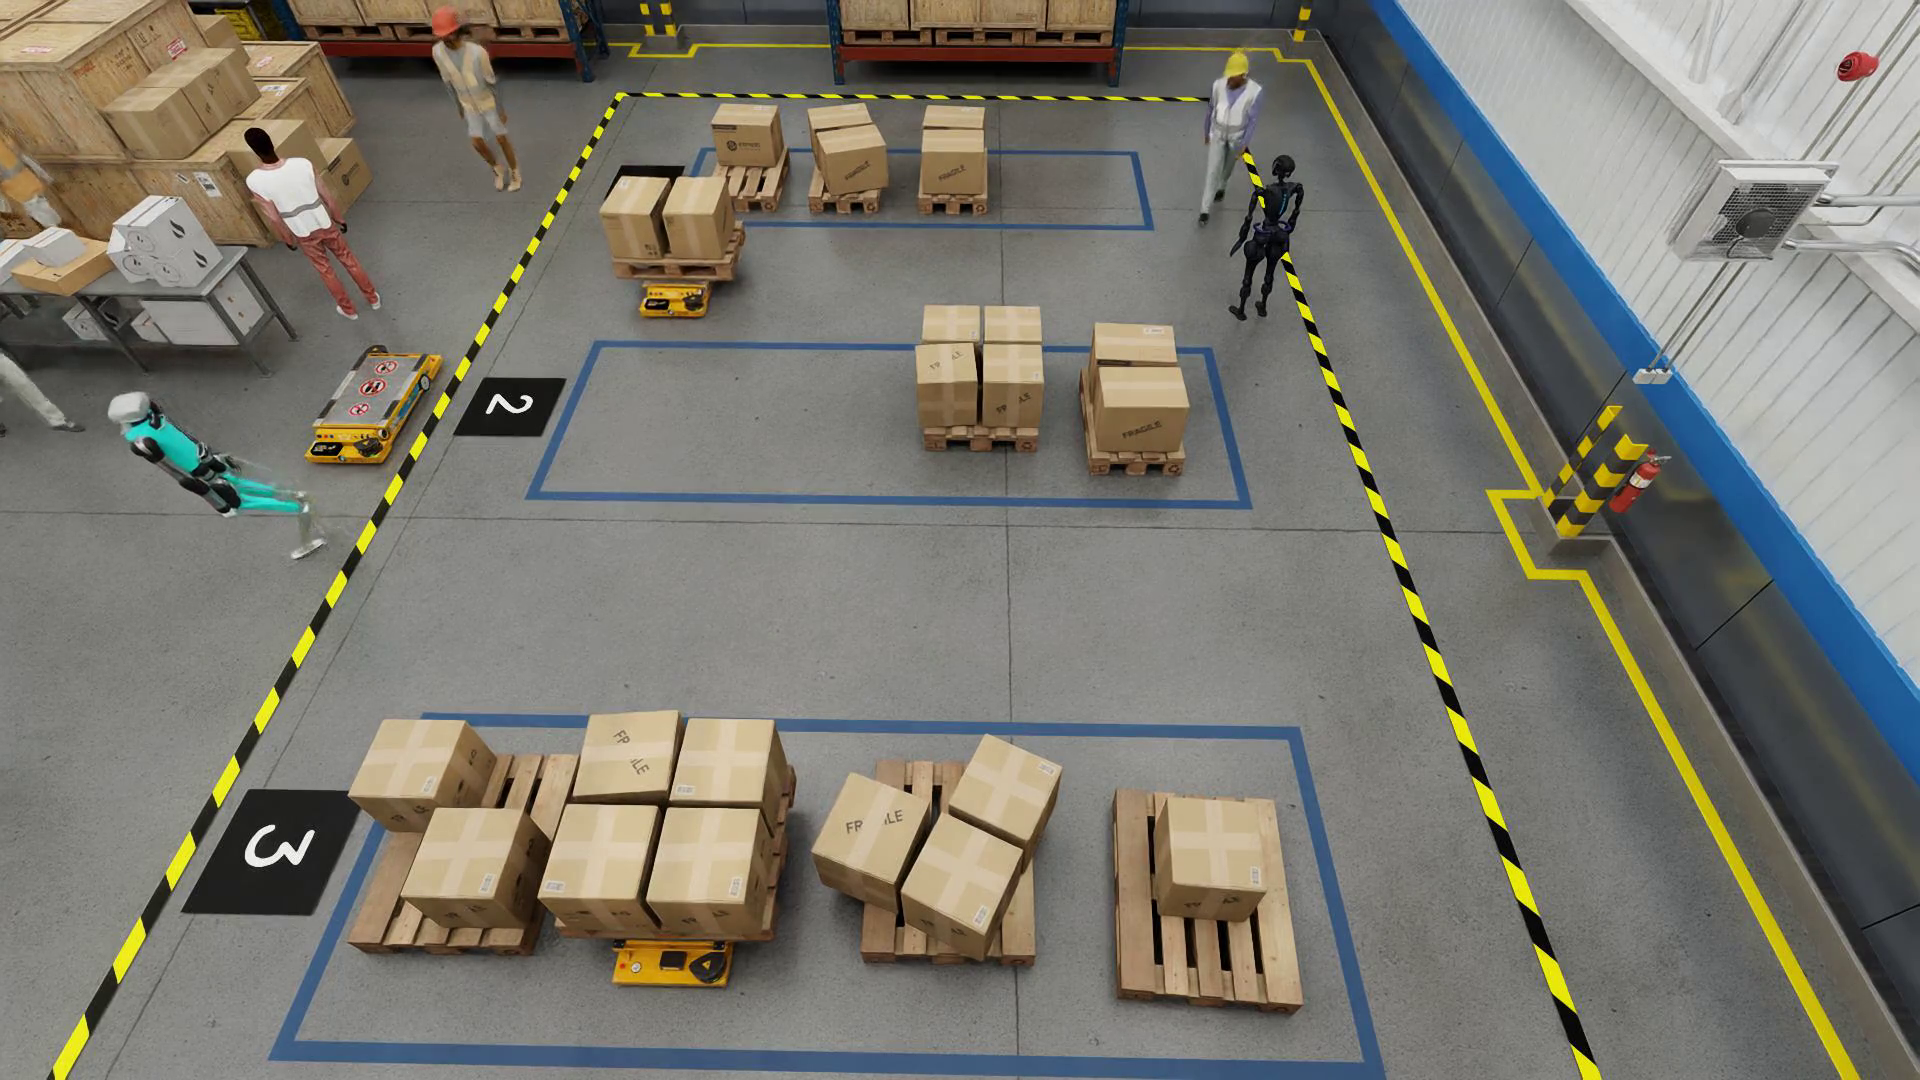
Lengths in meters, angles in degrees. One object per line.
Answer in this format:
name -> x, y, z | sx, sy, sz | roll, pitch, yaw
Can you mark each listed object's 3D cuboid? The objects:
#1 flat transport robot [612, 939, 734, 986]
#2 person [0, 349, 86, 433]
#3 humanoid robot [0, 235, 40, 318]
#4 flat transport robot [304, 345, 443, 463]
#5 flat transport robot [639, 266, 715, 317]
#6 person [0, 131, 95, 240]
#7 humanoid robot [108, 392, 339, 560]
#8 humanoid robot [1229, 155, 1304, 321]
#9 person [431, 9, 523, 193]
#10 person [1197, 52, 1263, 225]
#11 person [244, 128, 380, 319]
flat transport robot -> -1.659, 1.971, 5.681 | 0.652, 0.197, 1.431 | 1, 50, 1
person -> -8.393, -1.581, 7.690 | 0.745, 1.815, 0.573 | 7, 50, 6
humanoid robot -> -9.803, -2.981, 8.948 | 0.749, 1.804, 0.541 | 9, 50, 8
flat transport robot -> -5.383, -1.269, 8.441 | 0.659, 0.231, 1.431 | 1, 50, 1
flat transport robot -> -2.944, -2.893, 9.797 | 0.652, 0.197, 1.431 | 1, 50, 1
person -> -9.565, -3.558, 9.338 | 1.014, 1.869, 0.576 | -8, 50, -7
humanoid robot -> -5.277, -0.423, 6.818 | 0.801, 1.854, 0.543 | -23, 54, -19
humanoid robot -> 2.965, -2.918, 8.902 | 0.599, 1.659, 0.315 | -8, 50, -7
person -> -5.442, -4.908, 10.366 | 0.607, 2.028, 0.504 | -4, 50, -3
person -> 2.977, -4.499, 10.191 | 0.576, 1.771, 0.960 | 16, 52, 13
person -> -6.243, -3.011, 8.836 | 0.393, 1.917, 0.592 | 36, 59, 27
